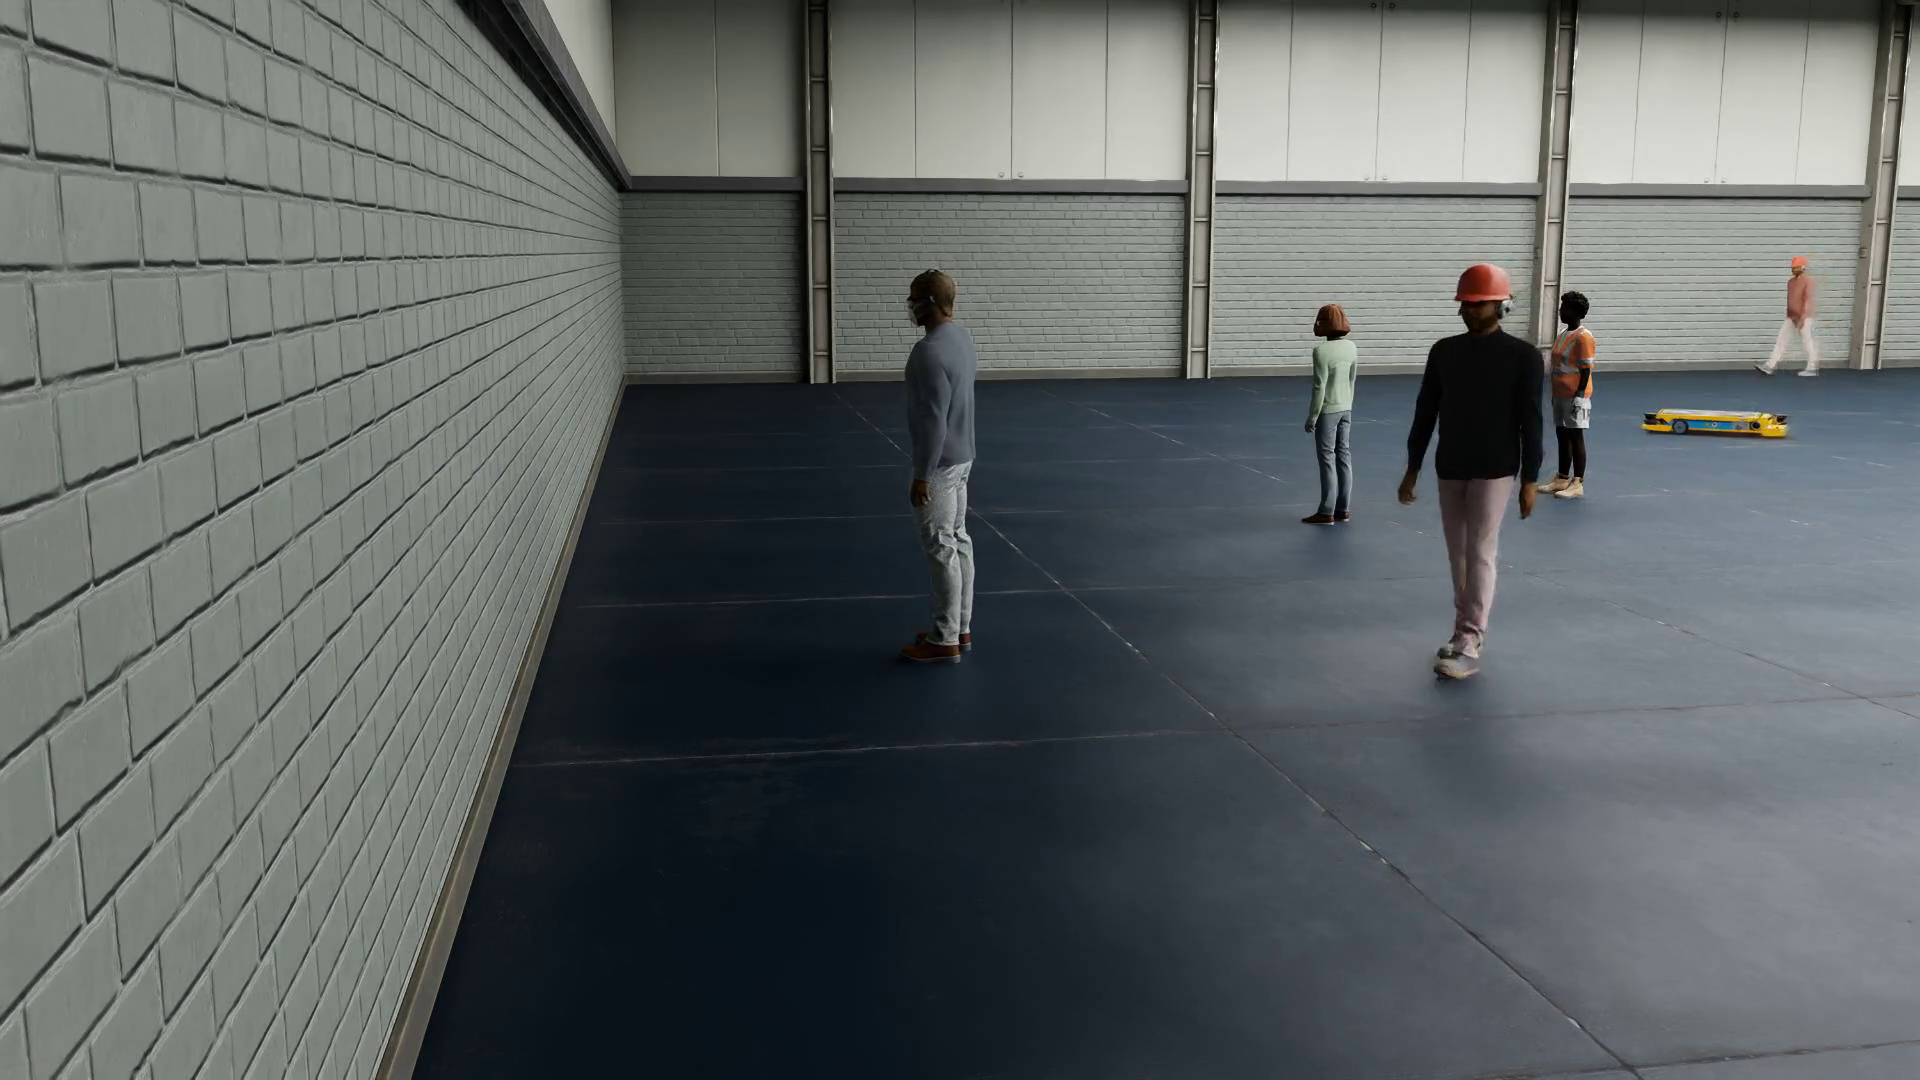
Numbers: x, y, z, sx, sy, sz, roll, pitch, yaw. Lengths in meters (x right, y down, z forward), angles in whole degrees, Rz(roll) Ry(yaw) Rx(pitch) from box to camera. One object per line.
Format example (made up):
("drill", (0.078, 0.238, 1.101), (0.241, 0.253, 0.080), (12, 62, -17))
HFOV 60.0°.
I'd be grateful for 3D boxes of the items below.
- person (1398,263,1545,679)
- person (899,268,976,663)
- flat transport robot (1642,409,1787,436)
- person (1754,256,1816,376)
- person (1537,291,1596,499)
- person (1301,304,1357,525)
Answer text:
("person", (2.461, -0.342, 8.056), (0.601, 1.988, 0.627), (-8, 13, -40))
("person", (-0.106, -0.360, 8.212), (0.356, 1.936, 0.638), (3, 10, 15))
("flat transport robot", (8.399, -1.316, 18.512), (1.431, 0.197, 0.652), (5, 11, 28))
("person", (13.480, -3.613, 26.916), (1.019, 1.938, 0.654), (-2, 10, -12))
("person", (5.014, -1.190, 13.688), (0.317, 1.696, 0.538), (-1, 10, -5))
("person", (2.749, -0.928, 12.353), (0.498, 1.634, 0.278), (-9, 13, -43))
